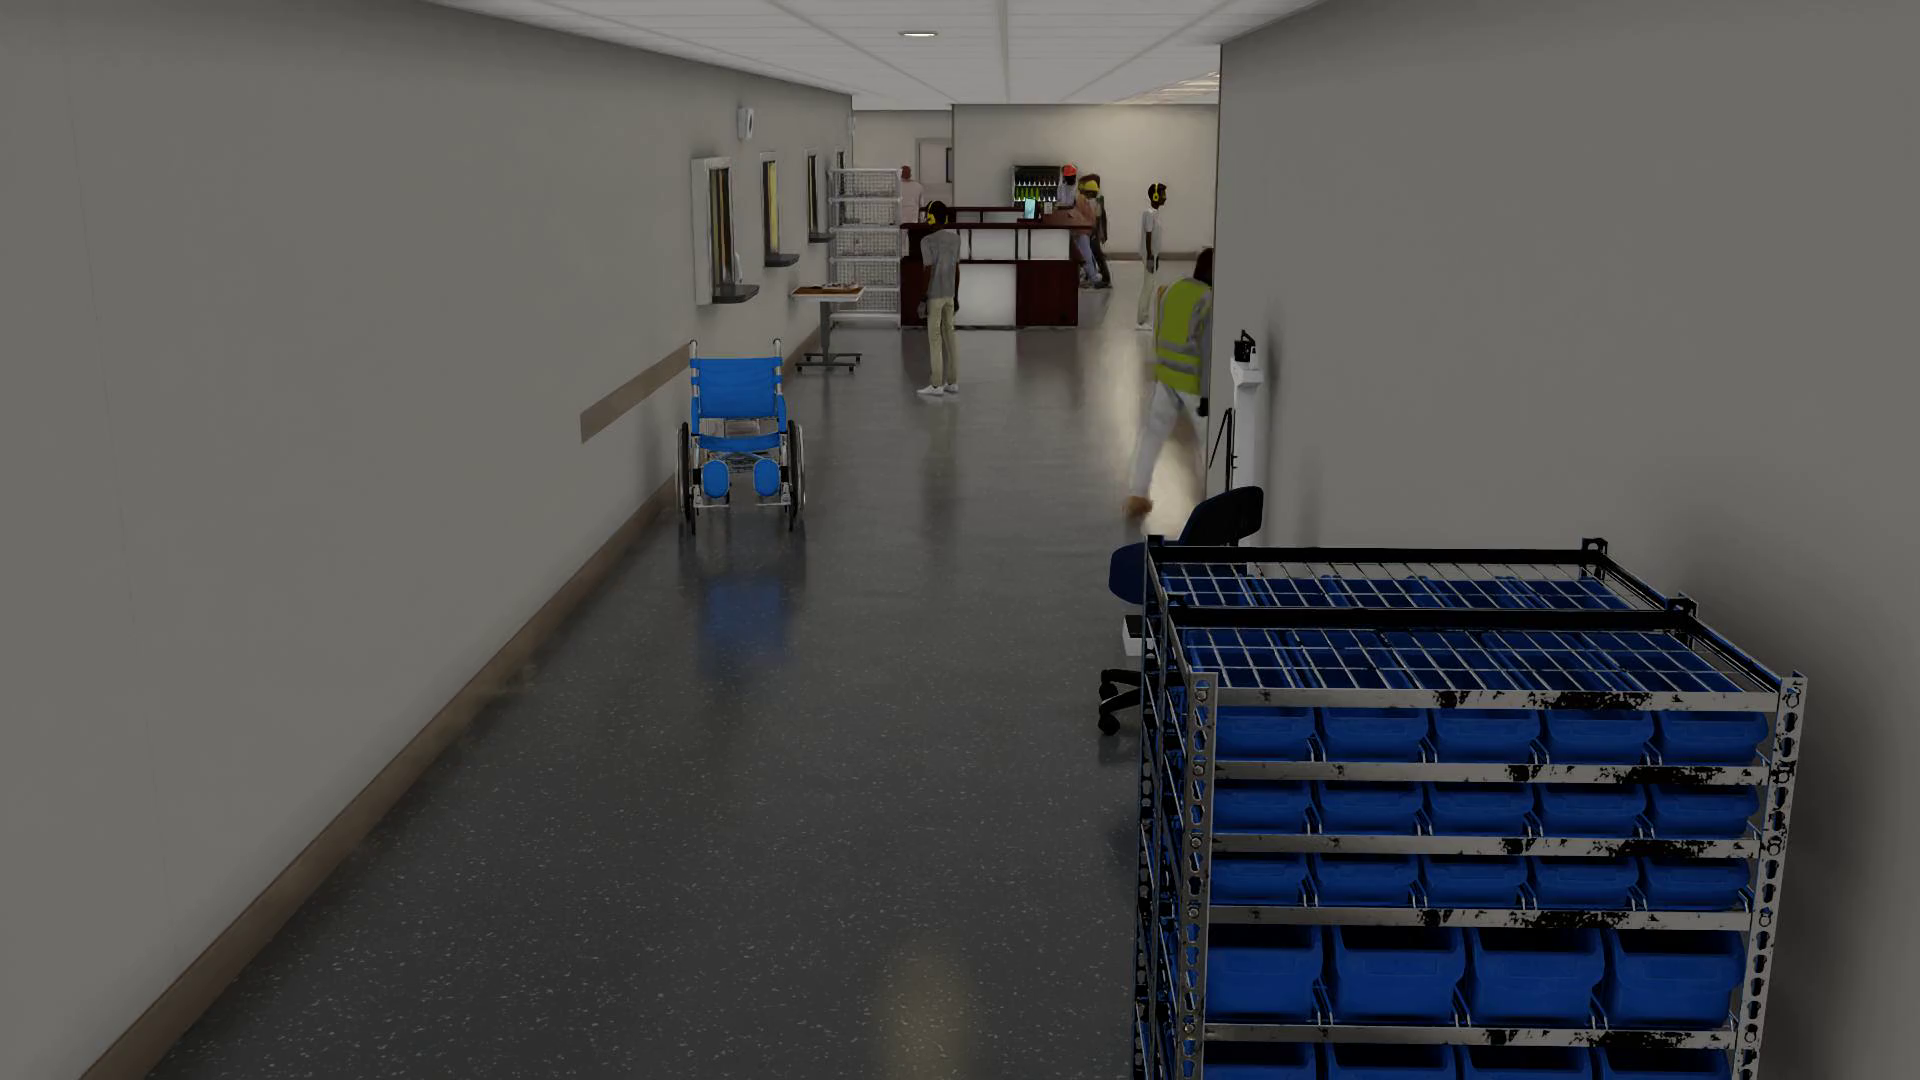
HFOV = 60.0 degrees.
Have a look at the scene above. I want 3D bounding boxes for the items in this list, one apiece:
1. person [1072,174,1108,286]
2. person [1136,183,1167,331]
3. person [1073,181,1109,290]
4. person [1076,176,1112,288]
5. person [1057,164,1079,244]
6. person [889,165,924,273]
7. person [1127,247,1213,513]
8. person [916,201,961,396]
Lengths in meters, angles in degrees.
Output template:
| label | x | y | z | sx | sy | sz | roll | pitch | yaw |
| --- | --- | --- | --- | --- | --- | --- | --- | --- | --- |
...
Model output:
| label | x | y | z | sx | sy | sz | roll | pitch | yaw |
| --- | --- | --- | --- | --- | --- | --- | --- | --- | --- |
| person | 2.234 | -5.114 | 27.450 | 0.850 | 1.810 | 0.658 | -10 | 17 | -35 |
| person | 2.449 | -3.608 | 21.245 | 0.332 | 1.862 | 0.507 | 3 | 14 | 14 |
| person | 2.057 | -4.901 | 26.762 | 0.895 | 1.721 | 0.544 | 12 | 18 | 39 |
| person | 2.028 | -4.972 | 26.927 | 0.972 | 1.783 | 0.518 | 2 | 14 | 8 |
| person | 1.950 | -5.698 | 29.590 | 0.545 | 1.929 | 0.390 | 9 | 16 | 31 |
| person | -0.962 | -5.711 | 29.686 | 0.651 | 1.904 | 0.403 | -5 | 15 | -19 |
| person | 1.533 | -1.033 | 10.987 | 0.949 | 1.778 | 0.607 | -9 | 17 | -34 |
| person | -0.208 | -2.320 | 16.014 | 0.329 | 1.865 | 0.508 | 13 | 19 | 43 |
